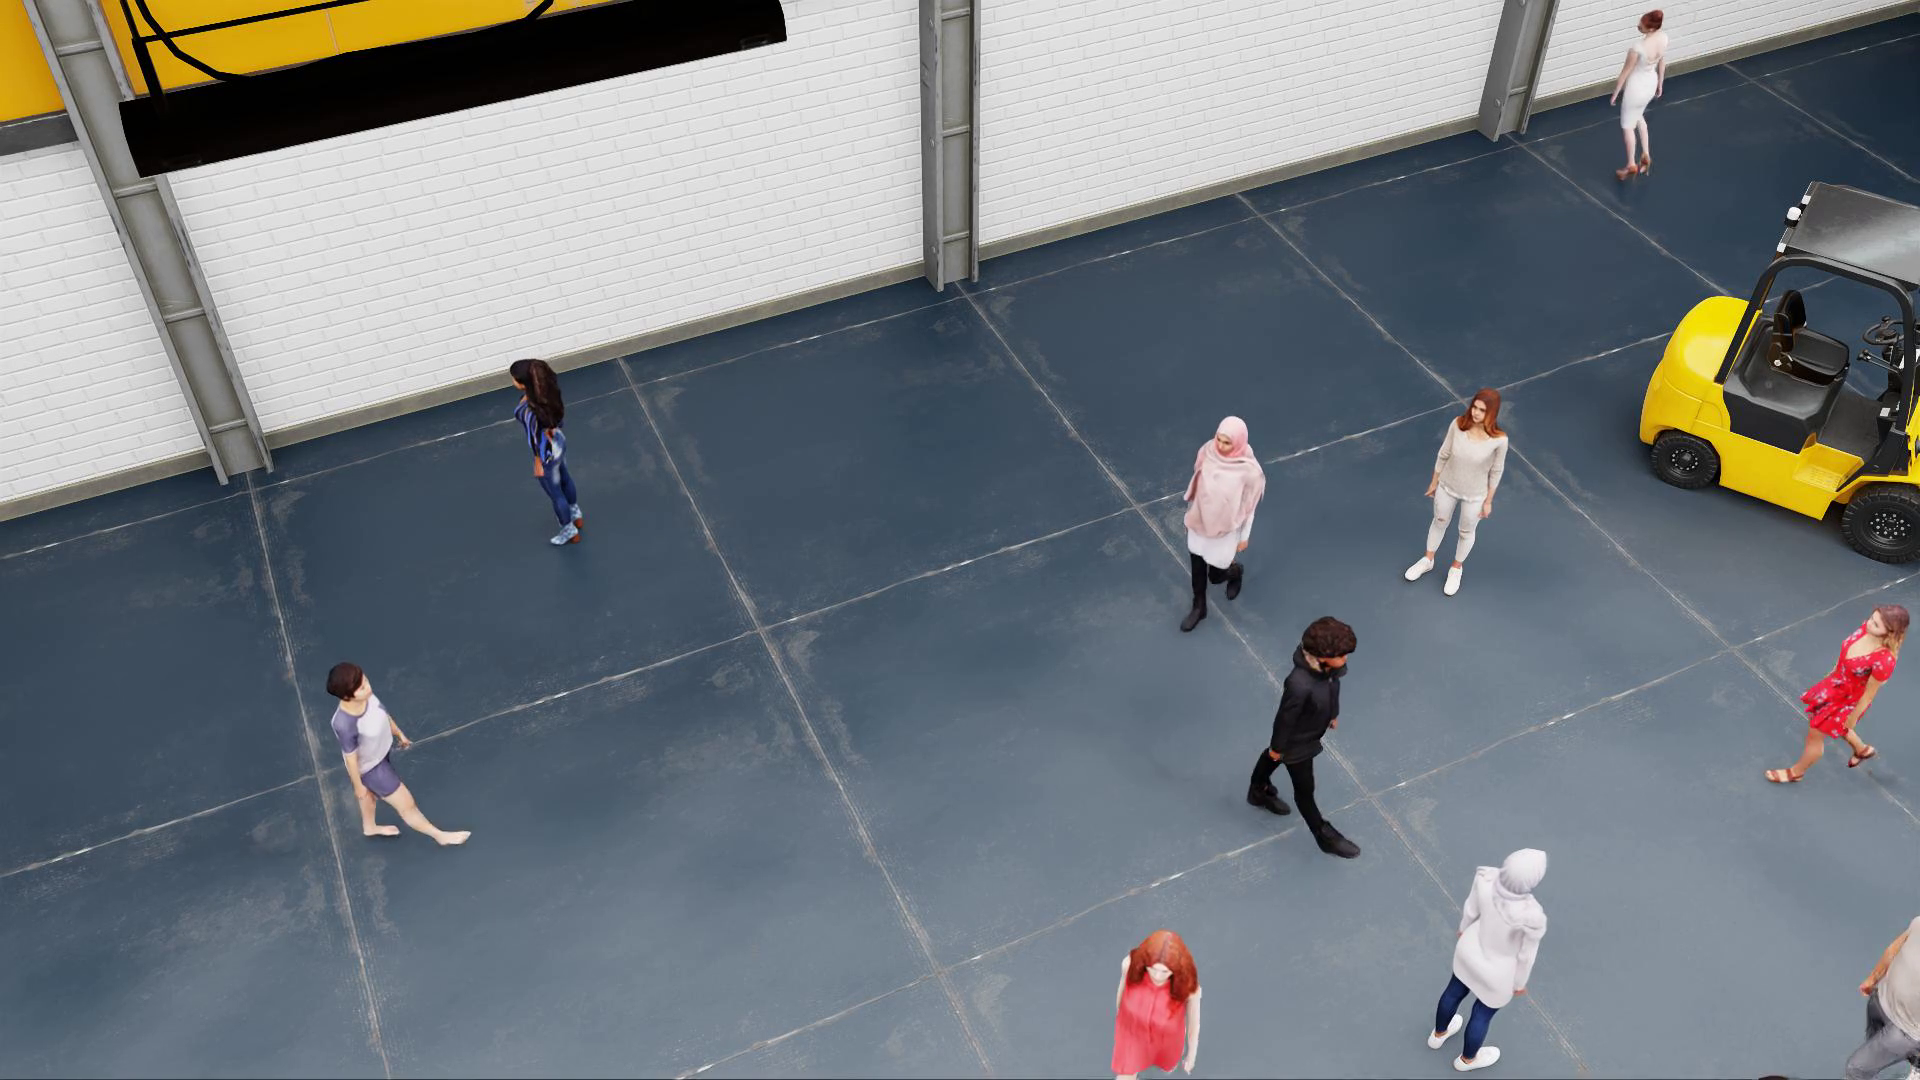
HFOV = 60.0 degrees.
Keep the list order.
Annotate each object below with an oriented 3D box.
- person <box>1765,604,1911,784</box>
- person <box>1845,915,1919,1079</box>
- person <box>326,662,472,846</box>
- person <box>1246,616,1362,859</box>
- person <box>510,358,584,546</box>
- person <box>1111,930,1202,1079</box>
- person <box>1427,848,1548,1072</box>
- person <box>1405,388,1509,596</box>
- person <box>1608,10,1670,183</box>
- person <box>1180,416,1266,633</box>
[{"bbox_3d":[5.444,0.958,10.076,0.934,1.581,0.823,6,44,6],"label":"person"},{"bbox_3d":[4.846,2.373,8.386,1.230,1.863,0.928,-6,44,-6],"label":"person"},{"bbox_3d":[-3.533,1.283,9.767,1.004,1.537,0.800,-1,44,-1],"label":"person"},{"bbox_3d":[1.929,1.076,9.836,1.033,1.740,1.078,25,49,24],"label":"person"},{"bbox_3d":[-2.902,-0.632,11.715,0.717,1.621,0.702,4,44,4],"label":"person"},{"bbox_3d":[0.999,2.421,8.385,1.080,1.794,1.153,15,46,15],"label":"person"},{"bbox_3d":[2.747,2.181,8.652,0.550,1.775,0.622,-22,48,-22],"label":"person"},{"bbox_3d":[3.444,-0.359,11.364,0.692,1.712,0.704,26,49,24],"label":"person"},{"bbox_3d":[6.232,-4.033,15.195,0.525,1.746,0.730,-10,44,-10],"label":"person"},{"bbox_3d":[1.754,-0.140,11.075,0.826,1.791,0.940,29,51,27],"label":"person"}]
